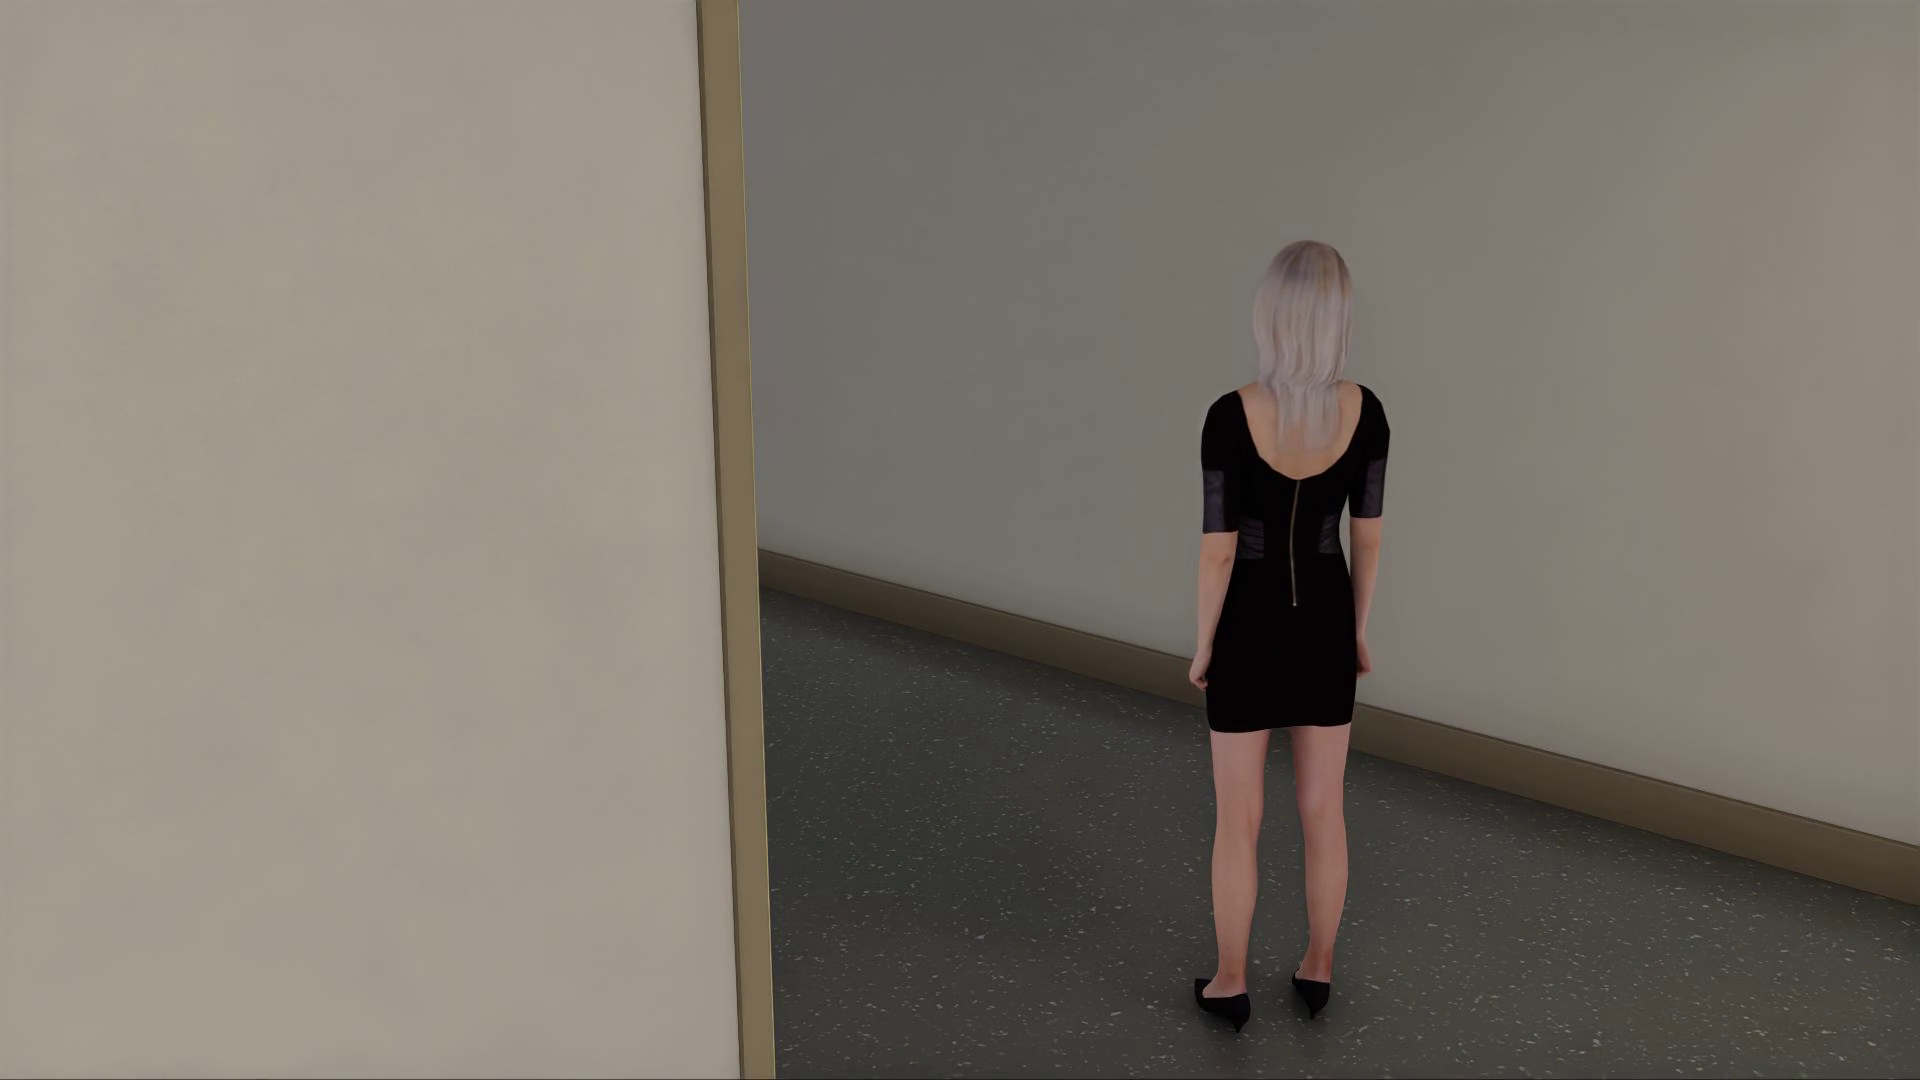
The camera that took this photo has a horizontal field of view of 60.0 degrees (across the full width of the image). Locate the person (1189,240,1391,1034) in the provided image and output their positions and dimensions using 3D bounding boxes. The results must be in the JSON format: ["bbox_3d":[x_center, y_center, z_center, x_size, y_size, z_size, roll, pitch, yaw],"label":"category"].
[{"bbox_3d":[0.728,0.245,3.739,0.635,1.824,0.709,-2,16,-9],"label":"person"}]
